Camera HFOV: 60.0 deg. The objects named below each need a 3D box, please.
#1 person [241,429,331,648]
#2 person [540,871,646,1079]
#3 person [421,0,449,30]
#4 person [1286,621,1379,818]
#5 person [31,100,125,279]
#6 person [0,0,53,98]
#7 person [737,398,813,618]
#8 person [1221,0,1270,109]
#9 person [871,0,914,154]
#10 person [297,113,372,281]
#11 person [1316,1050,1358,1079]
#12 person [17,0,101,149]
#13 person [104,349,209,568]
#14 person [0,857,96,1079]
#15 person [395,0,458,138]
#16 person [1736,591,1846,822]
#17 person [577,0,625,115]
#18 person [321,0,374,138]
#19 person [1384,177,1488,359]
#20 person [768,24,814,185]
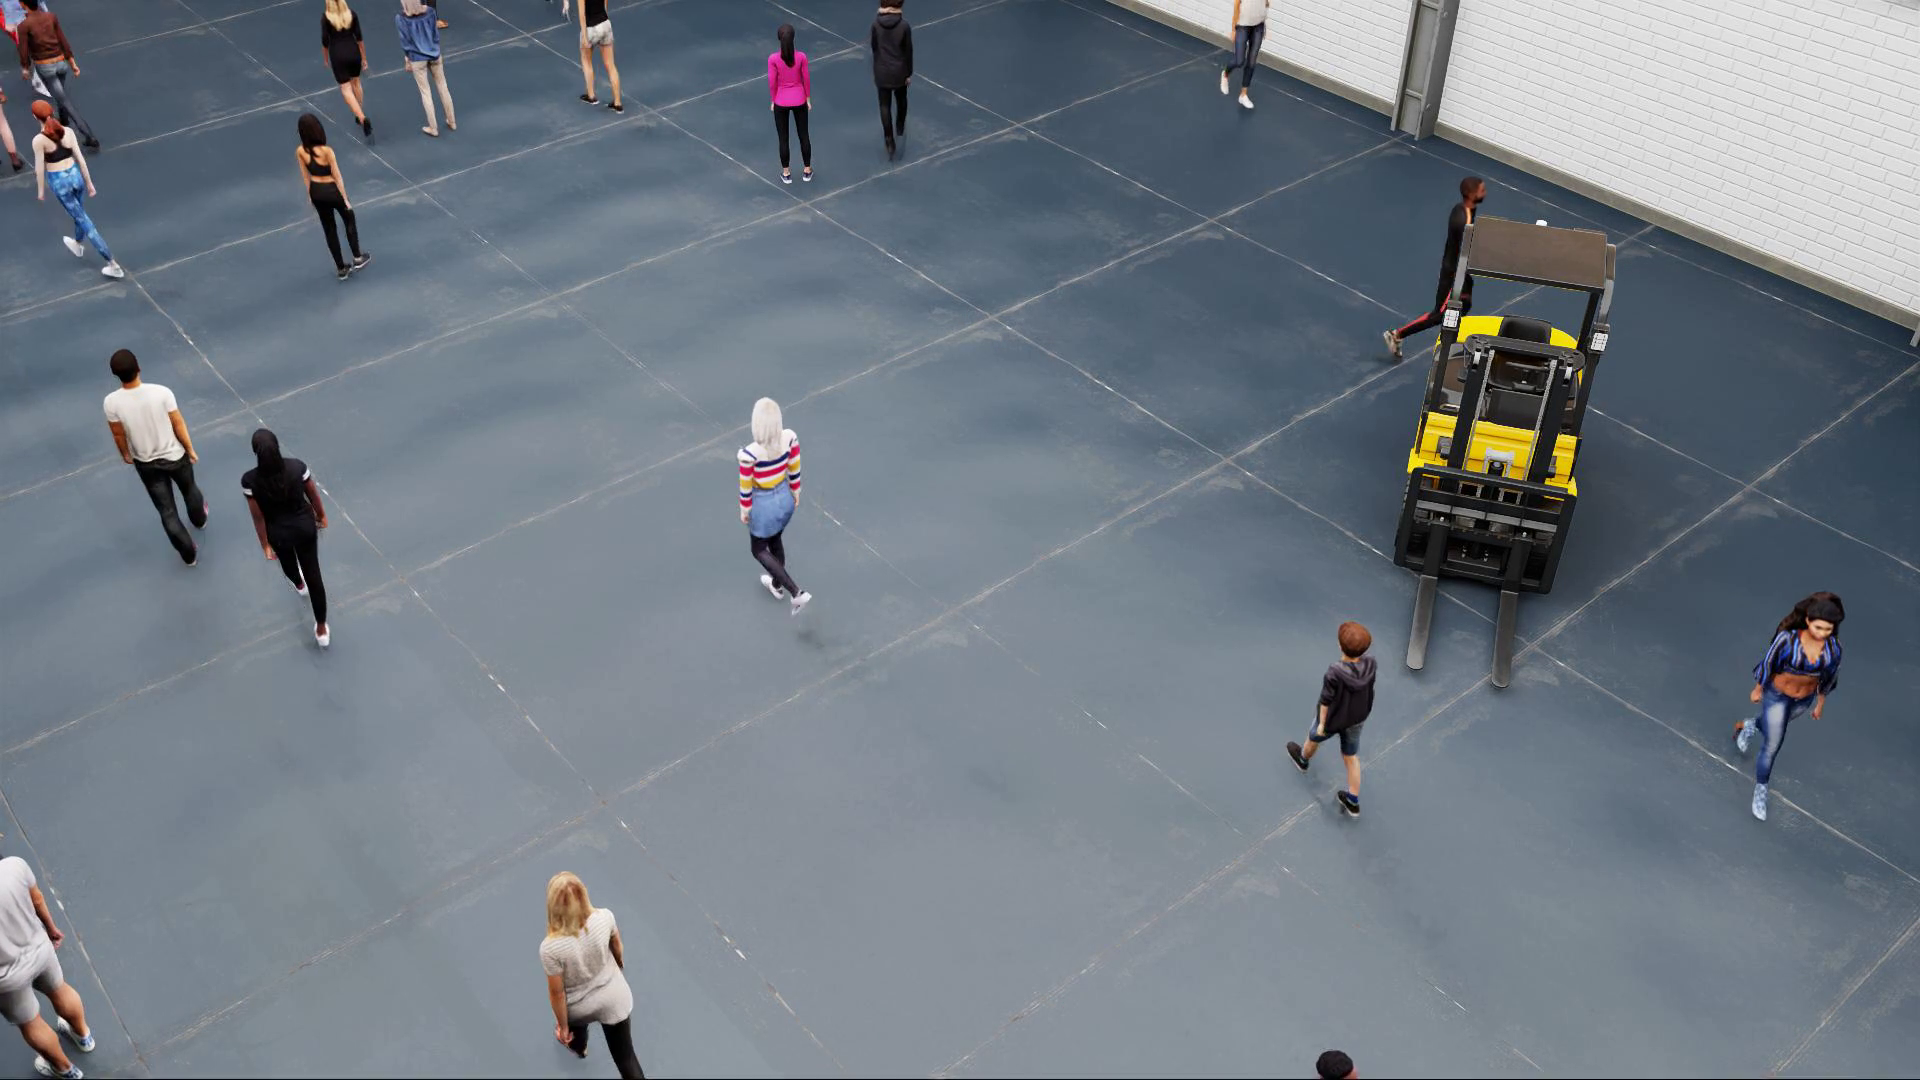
[{"bbox_3d":[-4.667,0.011,11.681,0.795,1.687,1.177,-18,42,-21],"label":"person"},{"bbox_3d":[-1.842,2.436,8.575,0.645,1.774,1.176,-26,45,-29],"label":"person"},{"bbox_3d":[-6.755,-7.229,20.772,0.713,1.655,0.799,31,48,32],"label":"person"},{"bbox_3d":[2.441,1.143,10.485,0.789,1.411,1.022,-11,40,-13],"label":"person"},{"bbox_3d":[-8.371,-3.268,15.755,1.219,1.738,0.841,21,43,24],"label":"person"},{"bbox_3d":[-10.811,-5.999,19.067,0.861,1.862,0.796,1,39,2],"label":"person"},{"bbox_3d":[-1.309,-0.203,11.863,0.654,1.796,0.906,-29,47,-31],"label":"person"},{"bbox_3d":[3.246,-5.850,18.931,0.719,1.799,0.858,-14,41,-16],"label":"person"},{"bbox_3d":[-0.757,-5.027,17.953,1.018,1.734,1.153,0,39,0],"label":"person"},{"bbox_3d":[-6.018,-3.218,15.767,0.782,1.635,0.843,3,39,3],"label":"person"},{"bbox_3d":[1.750,2.955,8.351,0.940,1.243,0.757,15,41,18],"label":"person"},{"bbox_3d":[-9.762,-5.052,17.982,1.219,1.736,0.940,20,43,23],"label":"person"},{"bbox_3d":[-5.939,-0.570,12.338,0.832,1.786,1.036,-15,41,-18],"label":"person"},{"bbox_3d":[-4.978,2.234,8.769,0.794,1.848,0.795,16,41,19],"label":"person"},{"bbox_3d":[-5.901,-5.307,18.340,0.608,1.698,0.551,-29,47,-31],"label":"person"},{"bbox_3d":[5.252,0.950,10.587,1.059,1.584,1.106,5,39,6],"label":"person"},{"bbox_3d":[-4.035,-5.703,18.732,0.631,1.818,0.875,-29,47,-31],"label":"person"},{"bbox_3d":[-6.732,-5.239,18.280,0.595,1.656,0.914,-28,46,-30],"label":"person"},{"bbox_3d":[4.231,-2.315,14.518,1.185,1.782,1.050,7,39,9],"label":"person"},{"bbox_3d":[-1.776,-4.574,17.421,0.685,1.699,0.709,-7,39,-9],"label":"person"}]
